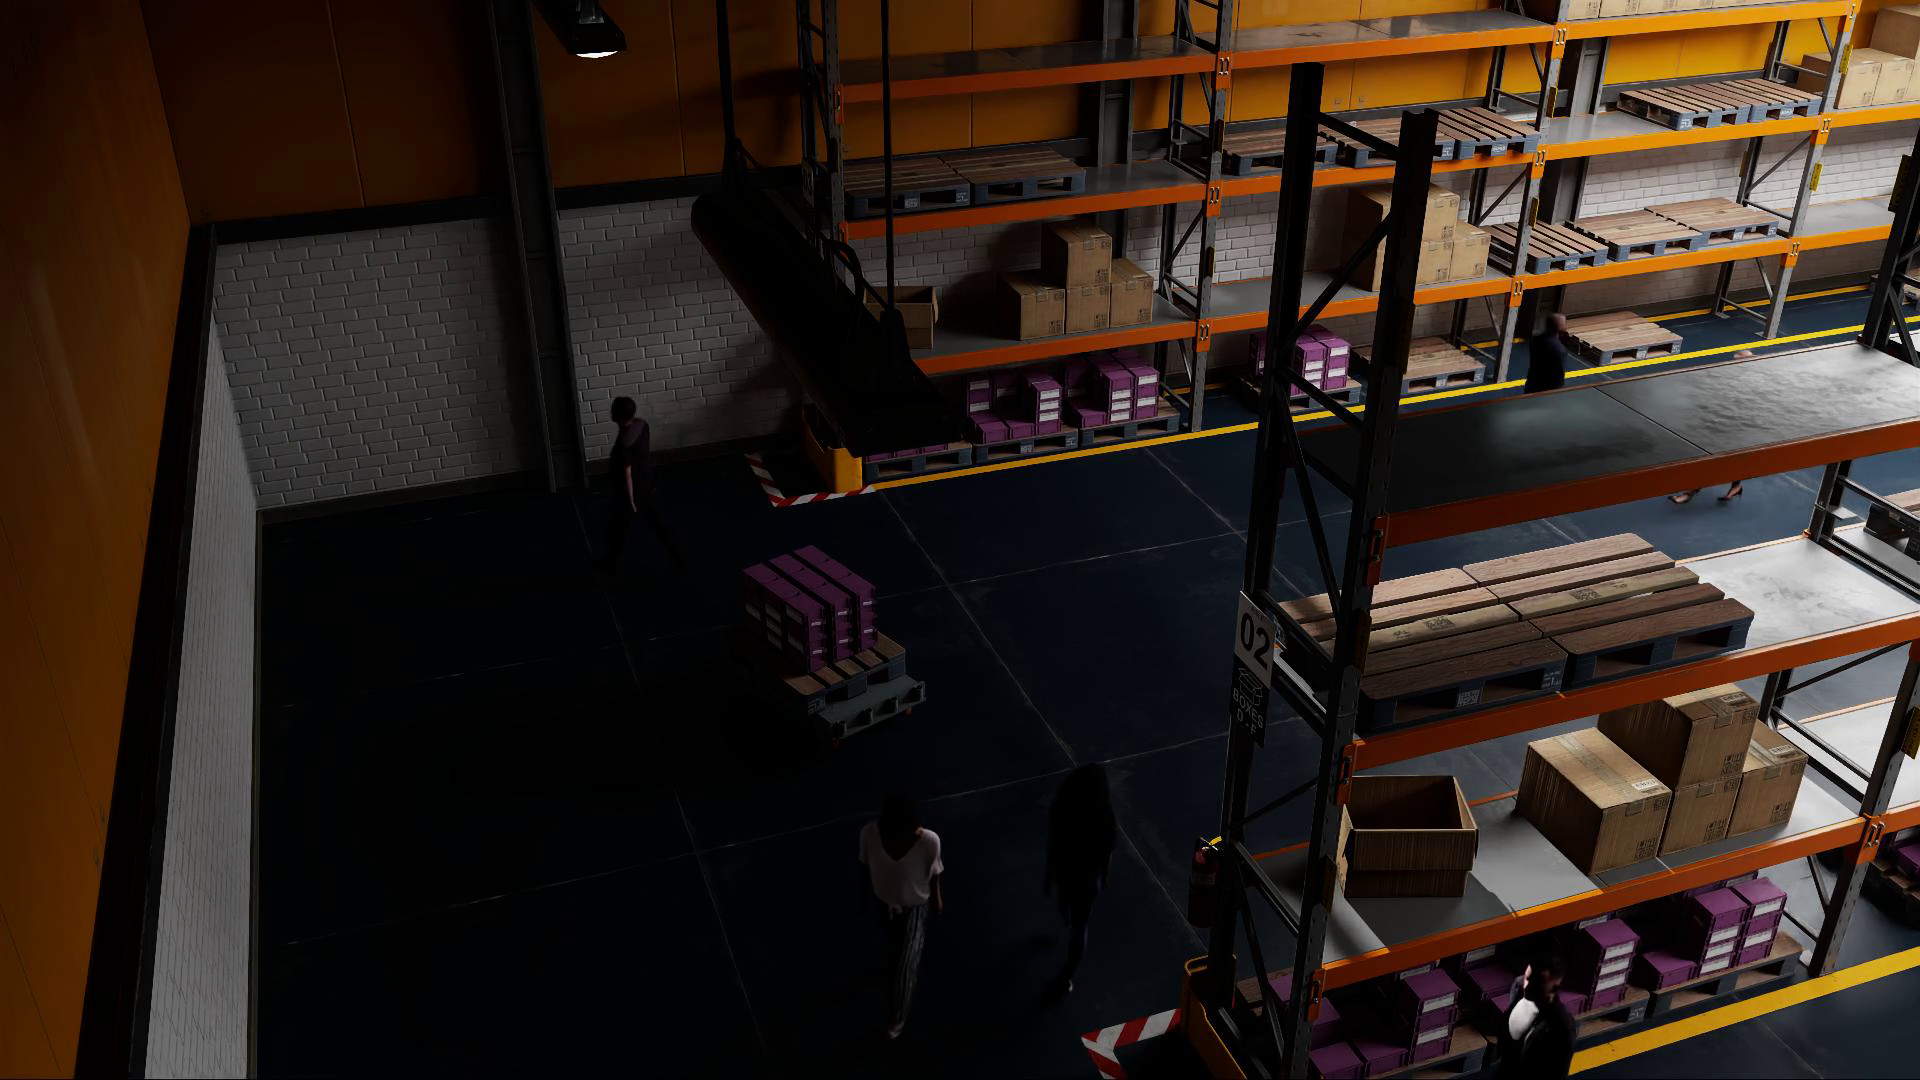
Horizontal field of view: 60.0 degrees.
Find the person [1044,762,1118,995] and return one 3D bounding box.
[{"bbox_3d":[0.748,2.171,10.516,1.074,1.580,0.977,3,29,5],"label":"person"}]

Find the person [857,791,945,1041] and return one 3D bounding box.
[{"bbox_3d":[-0.343,2.203,10.399,1.138,1.636,1.165,11,30,18],"label":"person"}]

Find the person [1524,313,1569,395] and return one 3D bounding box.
[{"bbox_3d":[5.837,-1.419,16.875,1.154,1.793,0.870,-3,29,-6],"label":"person"}]

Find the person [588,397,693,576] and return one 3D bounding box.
[{"bbox_3d":[-2.851,-0.437,15.063,1.309,1.802,1.166,8,30,15],"label":"person"}]

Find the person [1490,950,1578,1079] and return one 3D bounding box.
[{"bbox_3d":[3.112,2.913,8.930,1.119,1.795,0.690,-11,30,-19],"label":"person"}]

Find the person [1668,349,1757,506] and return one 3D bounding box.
[{"bbox_3d":[7.636,-1.076,16.386,1.109,1.659,0.762,-4,29,-7],"label":"person"}]
